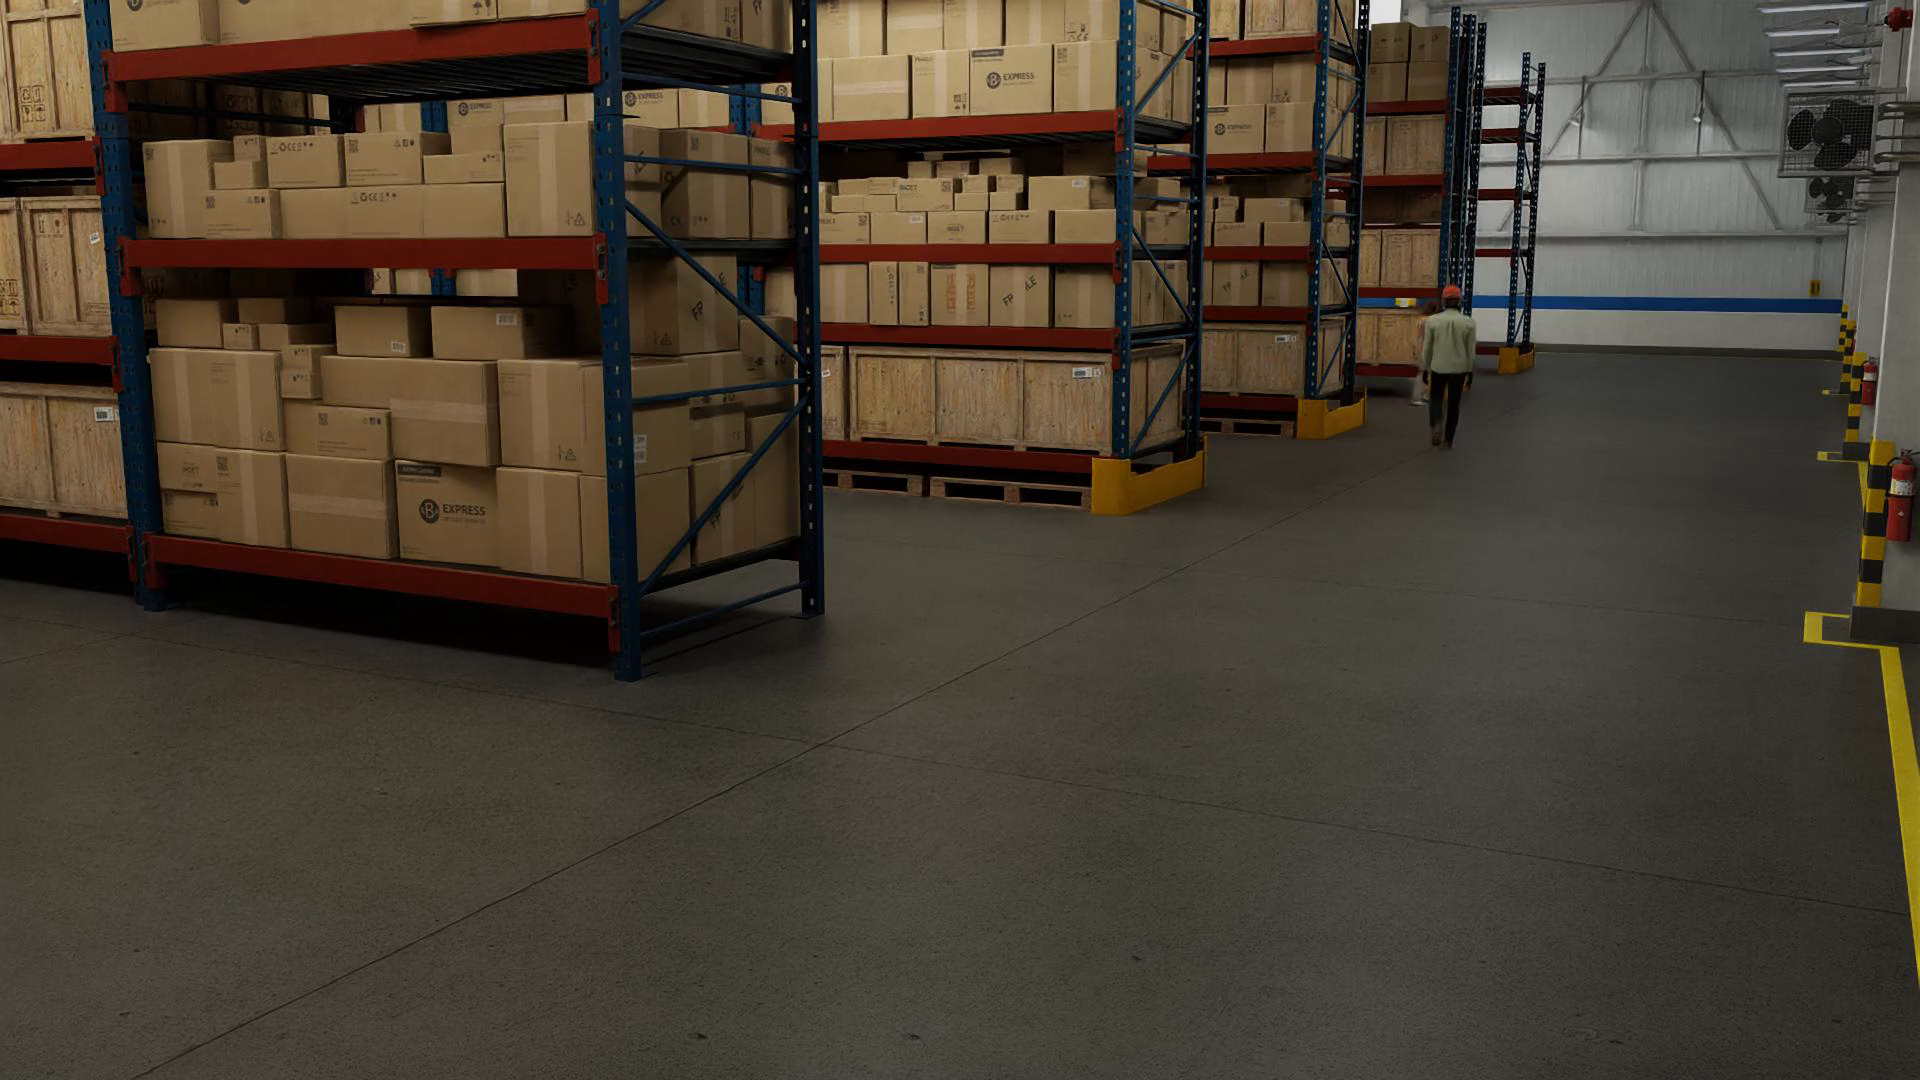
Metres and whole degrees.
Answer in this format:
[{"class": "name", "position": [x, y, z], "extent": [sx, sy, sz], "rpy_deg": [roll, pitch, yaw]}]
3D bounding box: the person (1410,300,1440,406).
[{"class": "person", "position": [7.173, -2.857, 25.467], "extent": [0.628, 1.609, 0.558], "rpy_deg": [0, 10, -1]}]

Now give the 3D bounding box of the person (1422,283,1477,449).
[{"class": "person", "position": [5.791, -2.042, 19.700], "extent": [0.616, 1.980, 0.495], "rpy_deg": [3, 10, 15]}]
